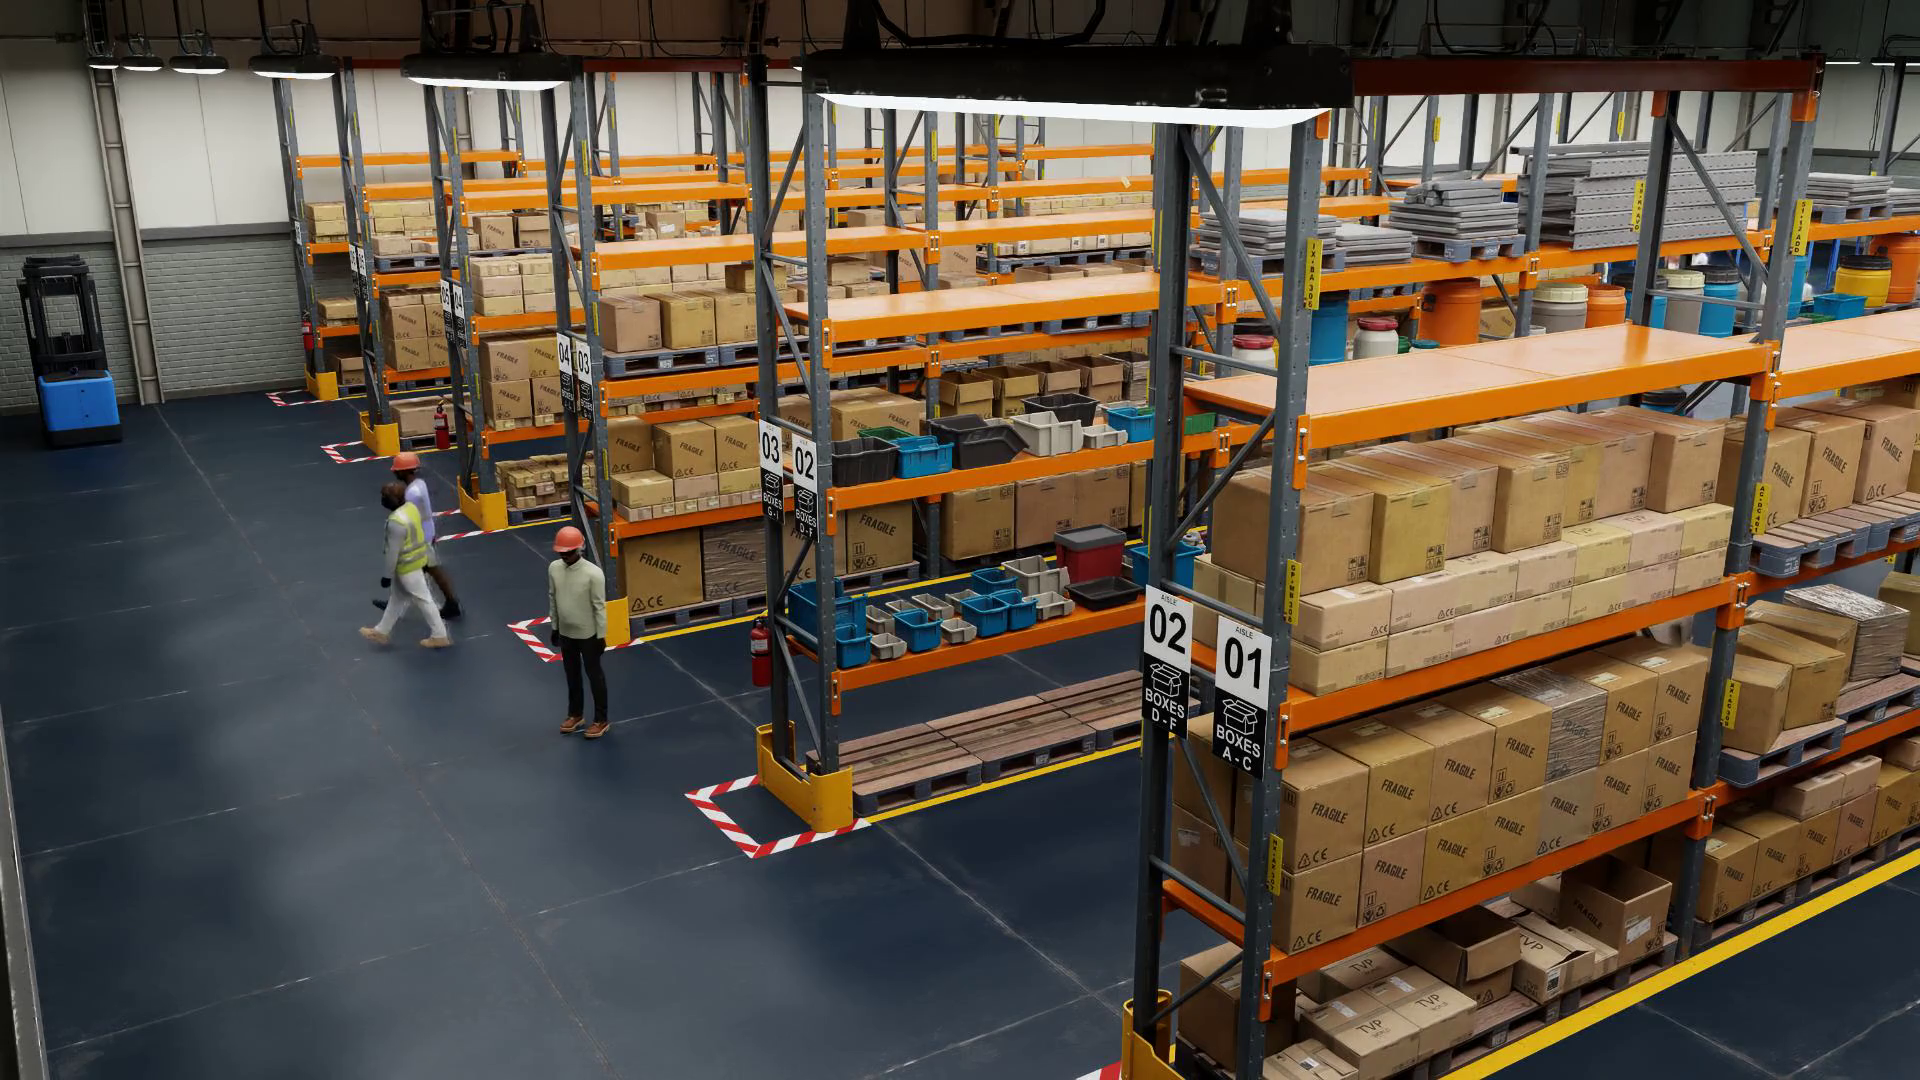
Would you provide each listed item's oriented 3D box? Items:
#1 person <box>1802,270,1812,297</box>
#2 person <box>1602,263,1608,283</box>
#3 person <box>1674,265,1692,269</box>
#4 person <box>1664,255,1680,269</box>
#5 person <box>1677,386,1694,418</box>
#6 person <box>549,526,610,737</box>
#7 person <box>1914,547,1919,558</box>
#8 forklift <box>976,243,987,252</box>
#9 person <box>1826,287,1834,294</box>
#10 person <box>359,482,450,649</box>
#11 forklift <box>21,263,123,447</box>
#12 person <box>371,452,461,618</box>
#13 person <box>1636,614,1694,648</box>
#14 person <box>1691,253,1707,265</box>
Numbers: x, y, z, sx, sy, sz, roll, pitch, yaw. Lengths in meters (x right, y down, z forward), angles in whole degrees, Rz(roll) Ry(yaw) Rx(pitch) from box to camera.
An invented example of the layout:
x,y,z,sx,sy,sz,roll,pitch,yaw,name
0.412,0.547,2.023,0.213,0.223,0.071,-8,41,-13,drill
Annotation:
x,y,z,sx,sy,sz,roll,pitch,yaw,name
17.417,-4.734,32.804,0.658,1.848,0.531,-7,18,-22,person
17.803,-8.056,43.681,0.516,1.864,0.318,-8,19,-24,person
16.300,-5.591,35.630,0.547,1.864,0.501,4,17,14,person
18.378,-7.139,40.465,0.623,1.976,0.575,7,18,22,person
9.476,-1.241,21.199,0.356,1.938,0.633,-10,19,-29,person
-3.477,0.822,14.358,0.617,1.987,0.406,8,19,25,person
12.136,-0.756,19.716,1.009,1.889,0.548,-12,20,-34,person
0.988,-5.474,34.718,1.214,2.155,2.313,-10,20,-31,forklift
16.631,-3.944,30.243,0.442,1.829,0.652,1,17,2,person
-5.856,0.275,16.464,0.952,1.792,0.633,-2,17,-8,person
-14.518,-3.079,25.708,1.129,2.768,1.873,-10,20,-31,forklift
-6.037,-0.036,17.315,0.988,1.884,0.552,-3,17,-11,person
6.271,1.061,14.198,0.658,1.612,0.504,-12,21,-34,person
17.422,-6.196,37.486,0.514,1.914,0.583,-11,20,-31,person
